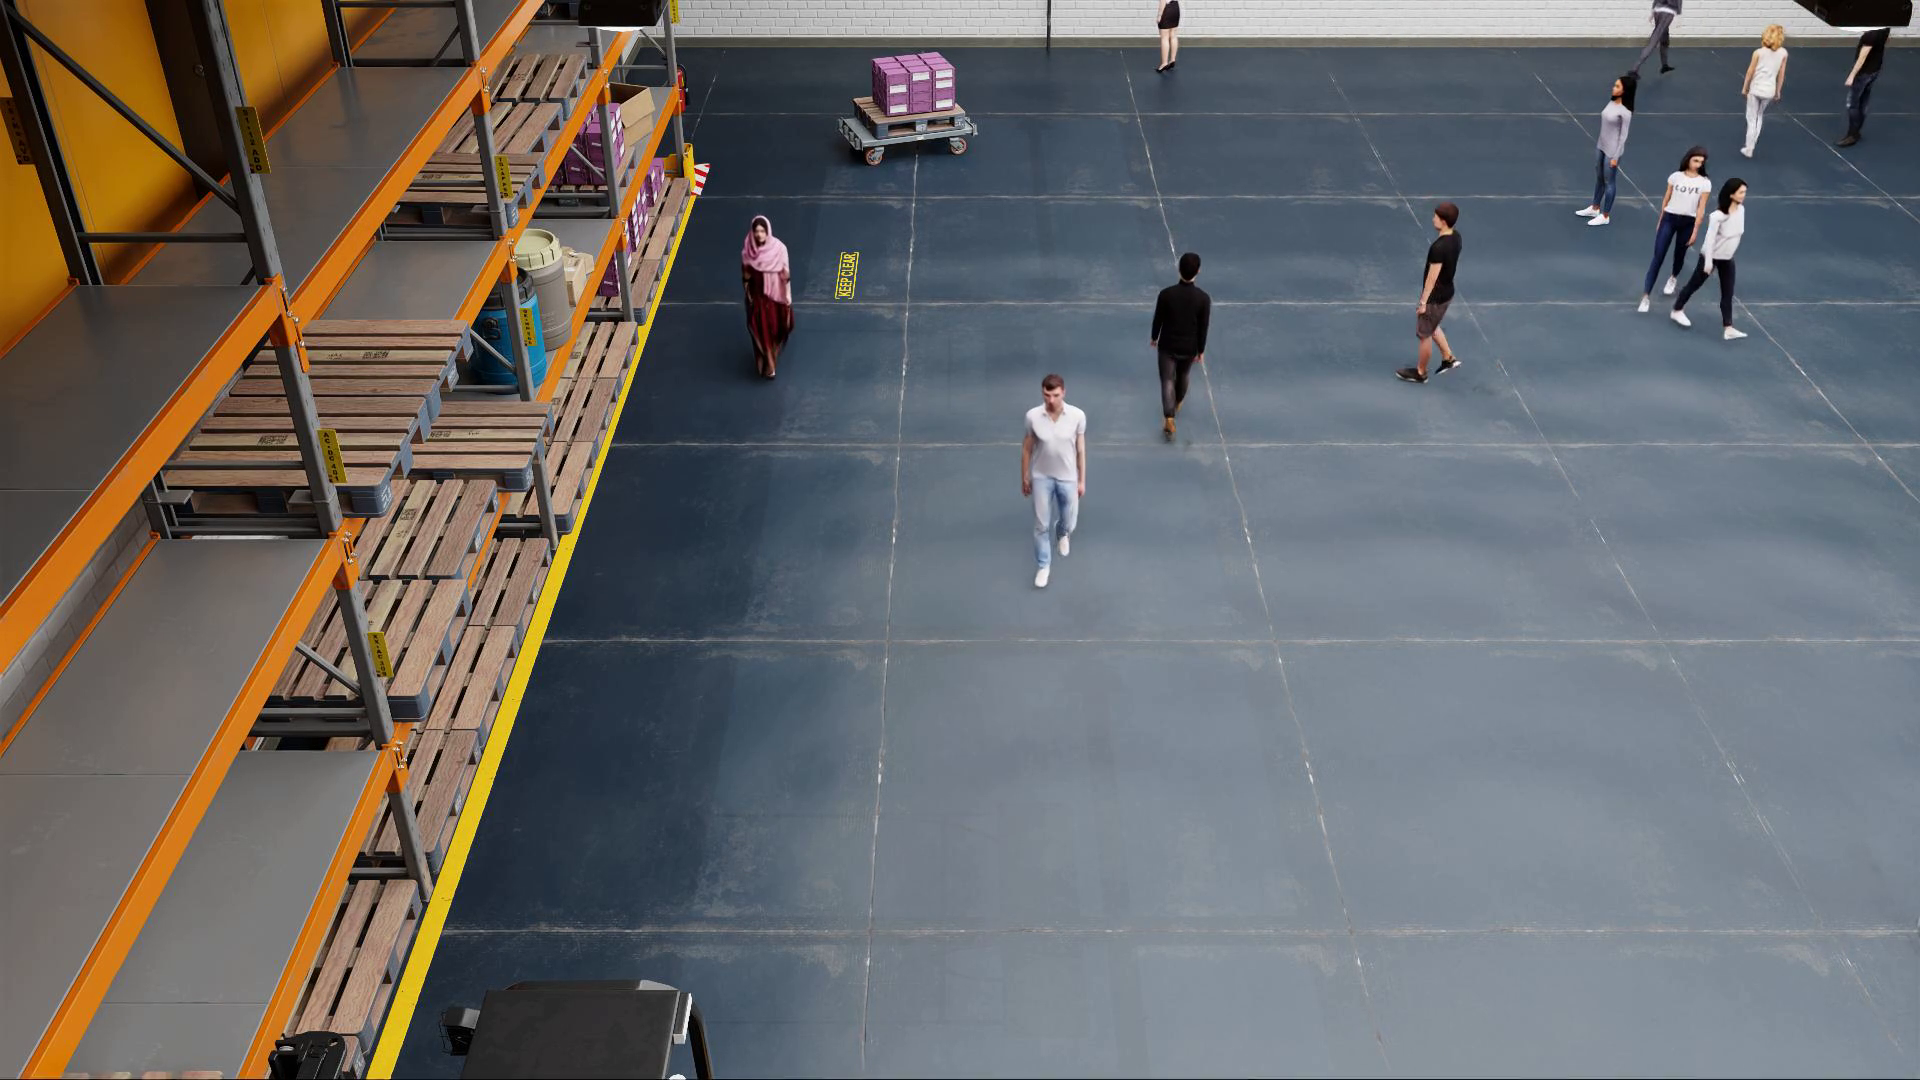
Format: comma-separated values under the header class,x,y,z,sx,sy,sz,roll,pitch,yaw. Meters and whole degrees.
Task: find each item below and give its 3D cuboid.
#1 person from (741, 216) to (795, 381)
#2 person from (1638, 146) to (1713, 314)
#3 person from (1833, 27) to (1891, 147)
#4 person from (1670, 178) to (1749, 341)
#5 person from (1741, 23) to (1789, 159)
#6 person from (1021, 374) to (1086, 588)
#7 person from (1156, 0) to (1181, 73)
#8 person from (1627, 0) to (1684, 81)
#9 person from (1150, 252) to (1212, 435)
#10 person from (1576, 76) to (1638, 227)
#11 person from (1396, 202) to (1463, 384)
class,x,y,z,sx,sy,sz,roll,pitch,yaw
person,-1.871,-2.410,16.208,0.783,1.617,1.004,-7,34,-11
person,7.544,-3.258,17.444,0.964,1.661,1.215,18,37,24
person,11.734,-6.040,21.450,0.846,1.859,0.929,-21,39,-28
person,7.598,-2.872,16.873,0.967,1.651,1.193,-16,37,-23
person,10.174,-5.662,21.068,0.575,1.653,0.636,1,34,1
person,0.751,-0.521,13.169,0.693,1.835,0.836,2,34,4
person,3.003,-7.573,23.948,0.635,1.648,0.691,-27,42,-35
person,9.905,-7.369,23.563,0.985,1.735,1.195,-13,36,-18
person,1.985,-1.768,15.163,0.643,1.704,1.038,0,34,0
person,7.552,-4.517,19.271,0.681,1.735,0.490,-3,34,-5
person,4.627,-2.325,15.867,0.968,1.854,0.922,20,38,27
